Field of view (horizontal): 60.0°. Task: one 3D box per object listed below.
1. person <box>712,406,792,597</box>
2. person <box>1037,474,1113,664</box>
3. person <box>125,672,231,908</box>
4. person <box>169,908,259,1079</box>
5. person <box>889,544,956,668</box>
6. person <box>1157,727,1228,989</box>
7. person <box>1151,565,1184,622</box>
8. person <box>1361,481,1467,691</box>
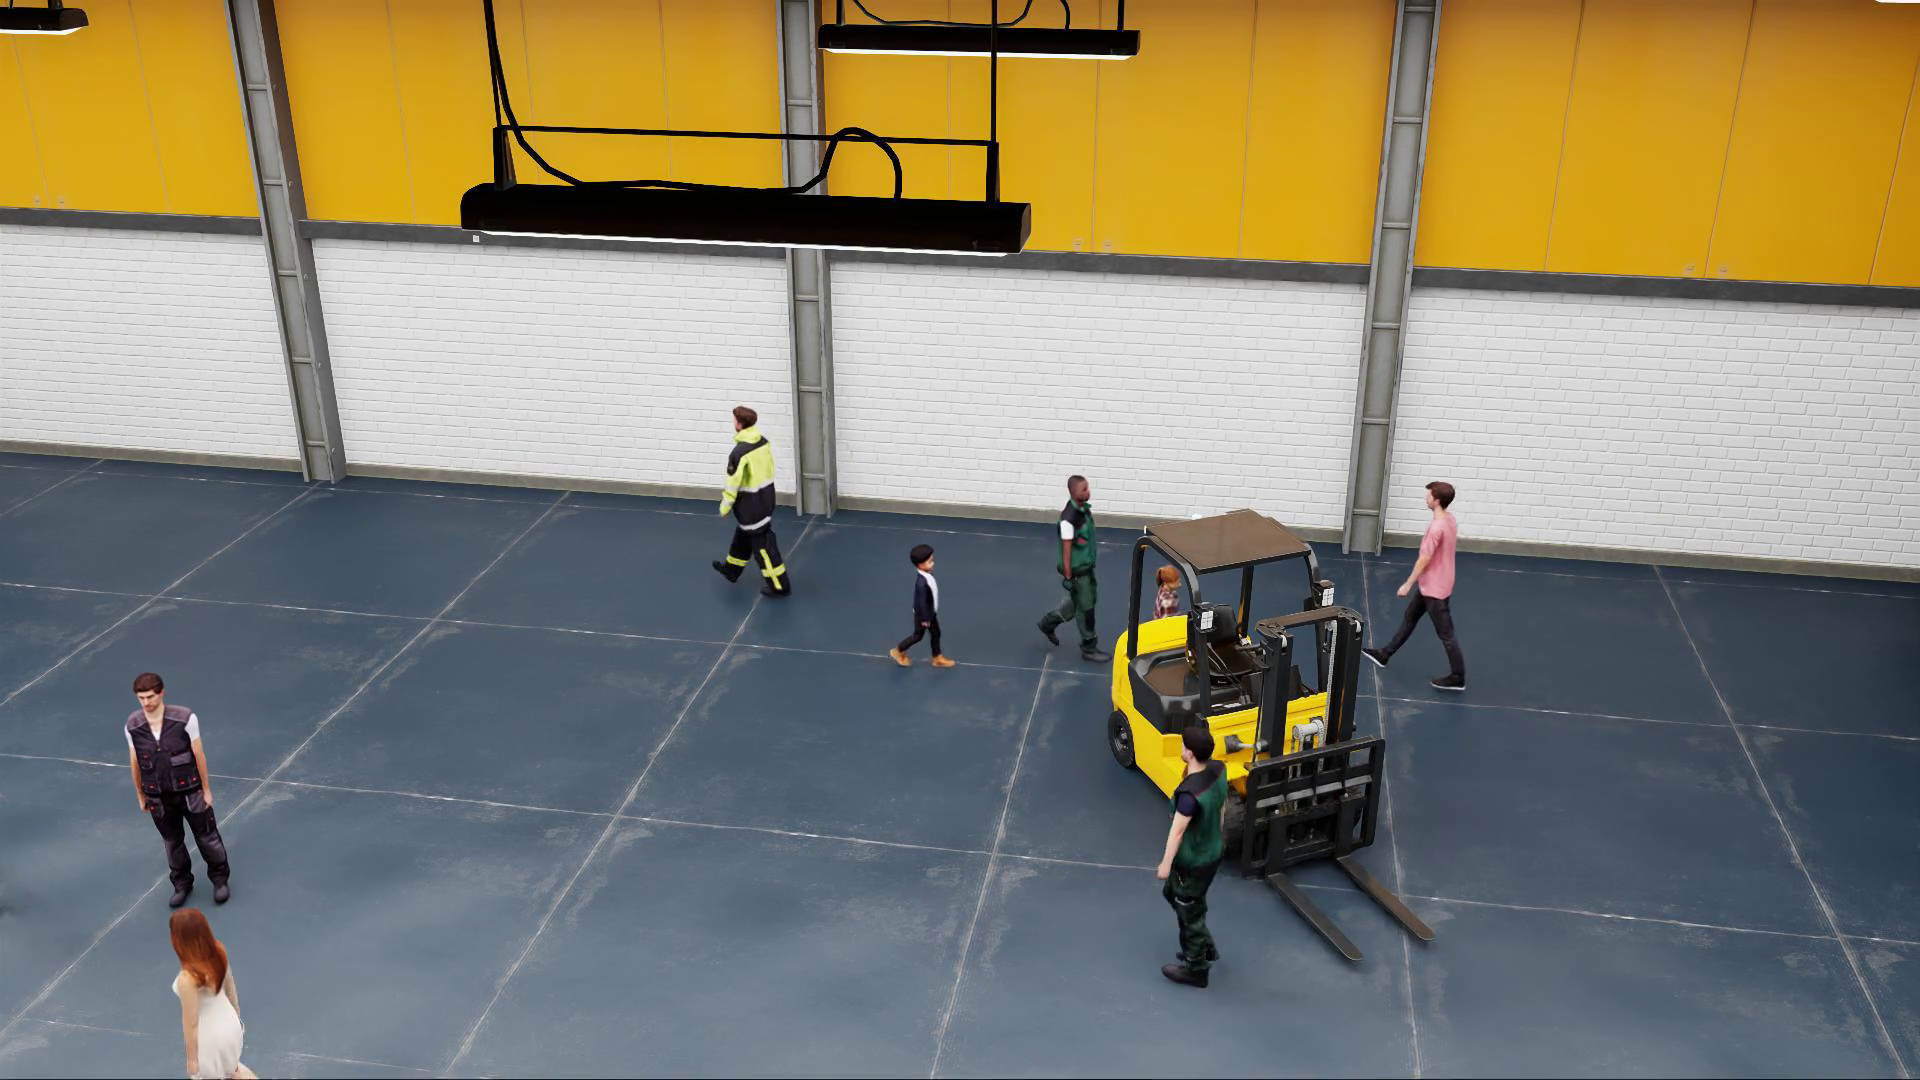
[{"bbox_3d":[-1.960,-0.331,16.374,1.263,1.933,0.949,9,25,19],"label":"person"},{"bbox_3d":[1.022,0.243,15.201,1.025,1.821,0.796,7,25,15],"label":"person"},{"bbox_3d":[-5.529,1.741,11.742,0.645,1.846,0.785,-5,24,-11],"label":"person"},{"bbox_3d":[-4.155,2.818,9.460,0.733,1.700,0.576,3,24,6],"label":"person"},{"bbox_3d":[-0.372,0.616,15.111,0.810,1.209,0.502,5,24,11],"label":"person"},{"bbox_3d":[1.622,2.103,10.866,0.741,1.885,0.771,10,25,21],"label":"person"},{"bbox_3d":[1.736,0.805,14.576,0.754,1.291,0.610,-1,24,-2],"label":"person"},{"bbox_3d":[4.276,0.462,14.600,1.271,1.902,0.814,9,25,21],"label":"person"}]
